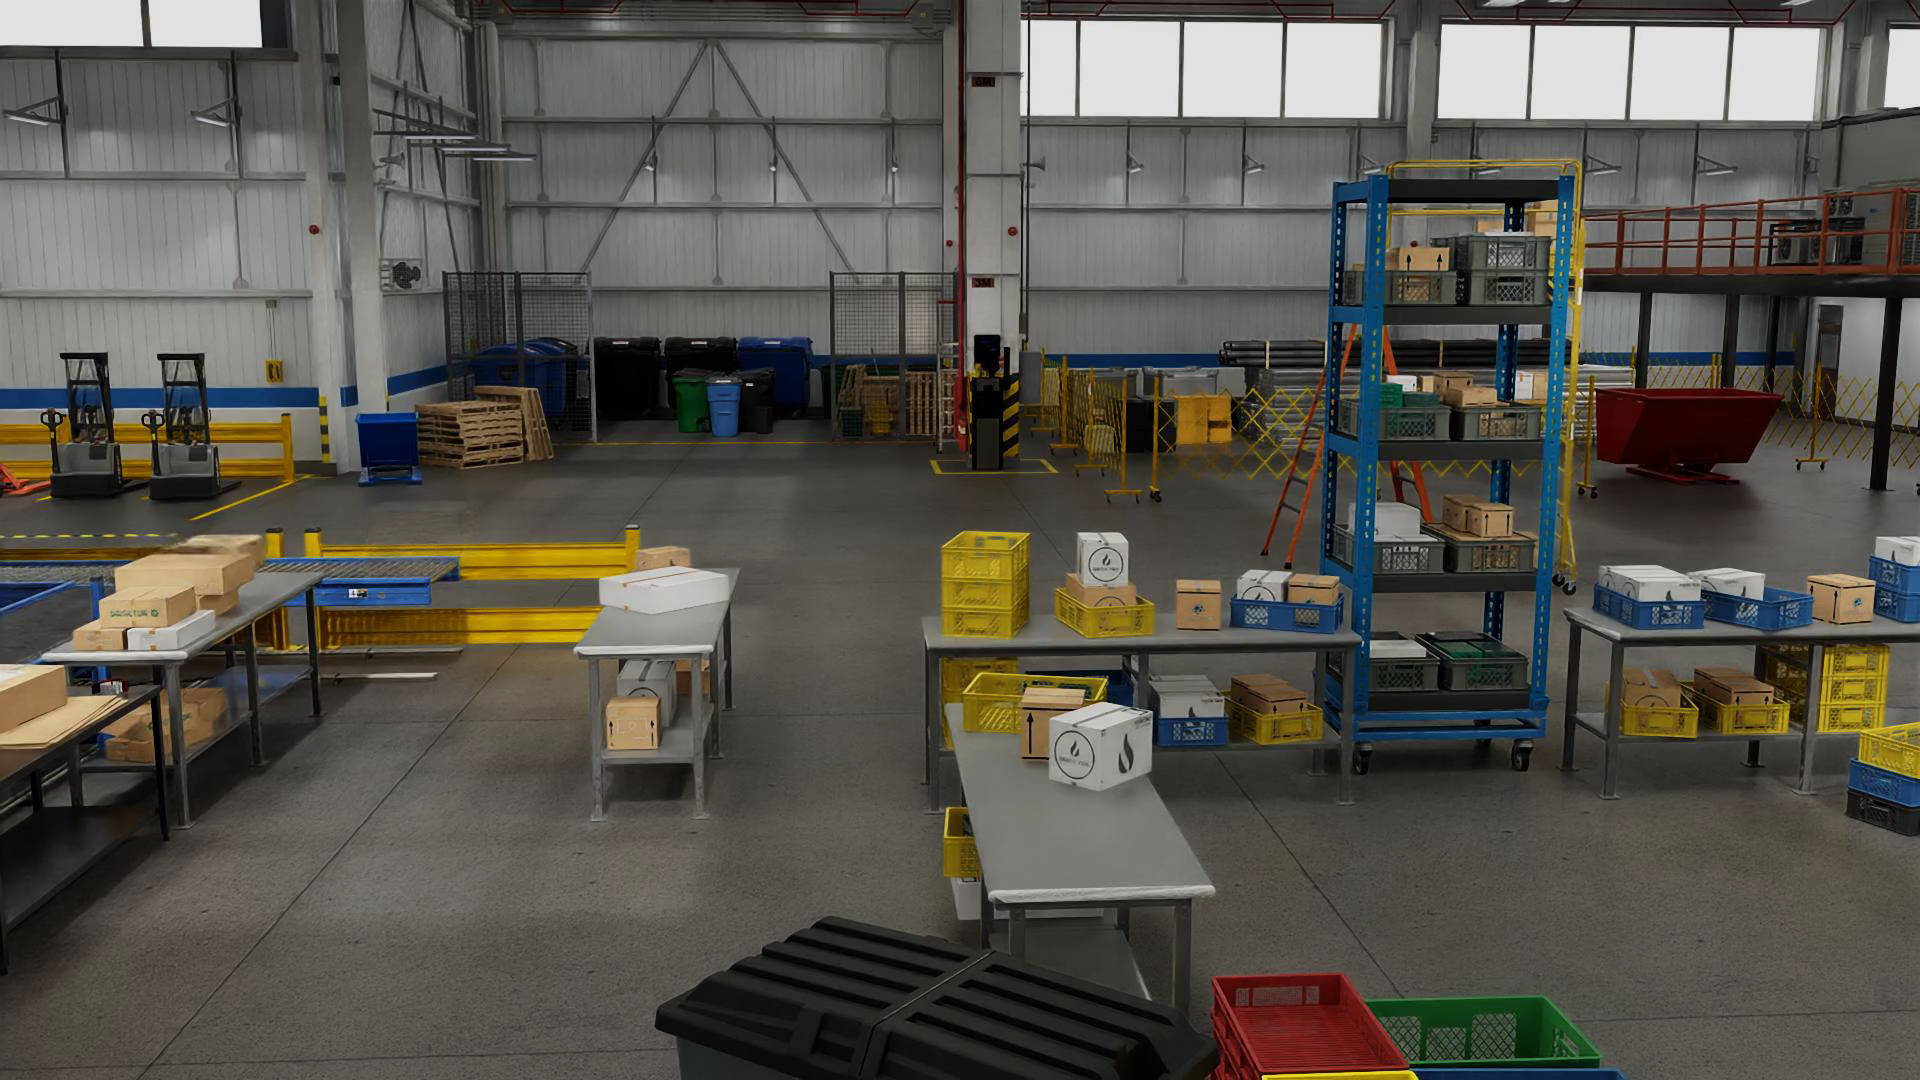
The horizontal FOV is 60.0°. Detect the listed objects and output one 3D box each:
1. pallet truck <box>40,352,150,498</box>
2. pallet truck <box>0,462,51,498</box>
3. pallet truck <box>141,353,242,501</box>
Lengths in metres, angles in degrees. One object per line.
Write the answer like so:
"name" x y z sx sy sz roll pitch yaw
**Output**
"pallet truck" -11.907 -1.642 23.165 0.823 1.965 1.885 0 9 0
"pallet truck" -13.193 -1.293 23.148 0.653 1.274 1.630 -1 9 -4
"pallet truck" -10.520 -1.604 22.925 0.823 1.965 1.885 -1 9 -6
